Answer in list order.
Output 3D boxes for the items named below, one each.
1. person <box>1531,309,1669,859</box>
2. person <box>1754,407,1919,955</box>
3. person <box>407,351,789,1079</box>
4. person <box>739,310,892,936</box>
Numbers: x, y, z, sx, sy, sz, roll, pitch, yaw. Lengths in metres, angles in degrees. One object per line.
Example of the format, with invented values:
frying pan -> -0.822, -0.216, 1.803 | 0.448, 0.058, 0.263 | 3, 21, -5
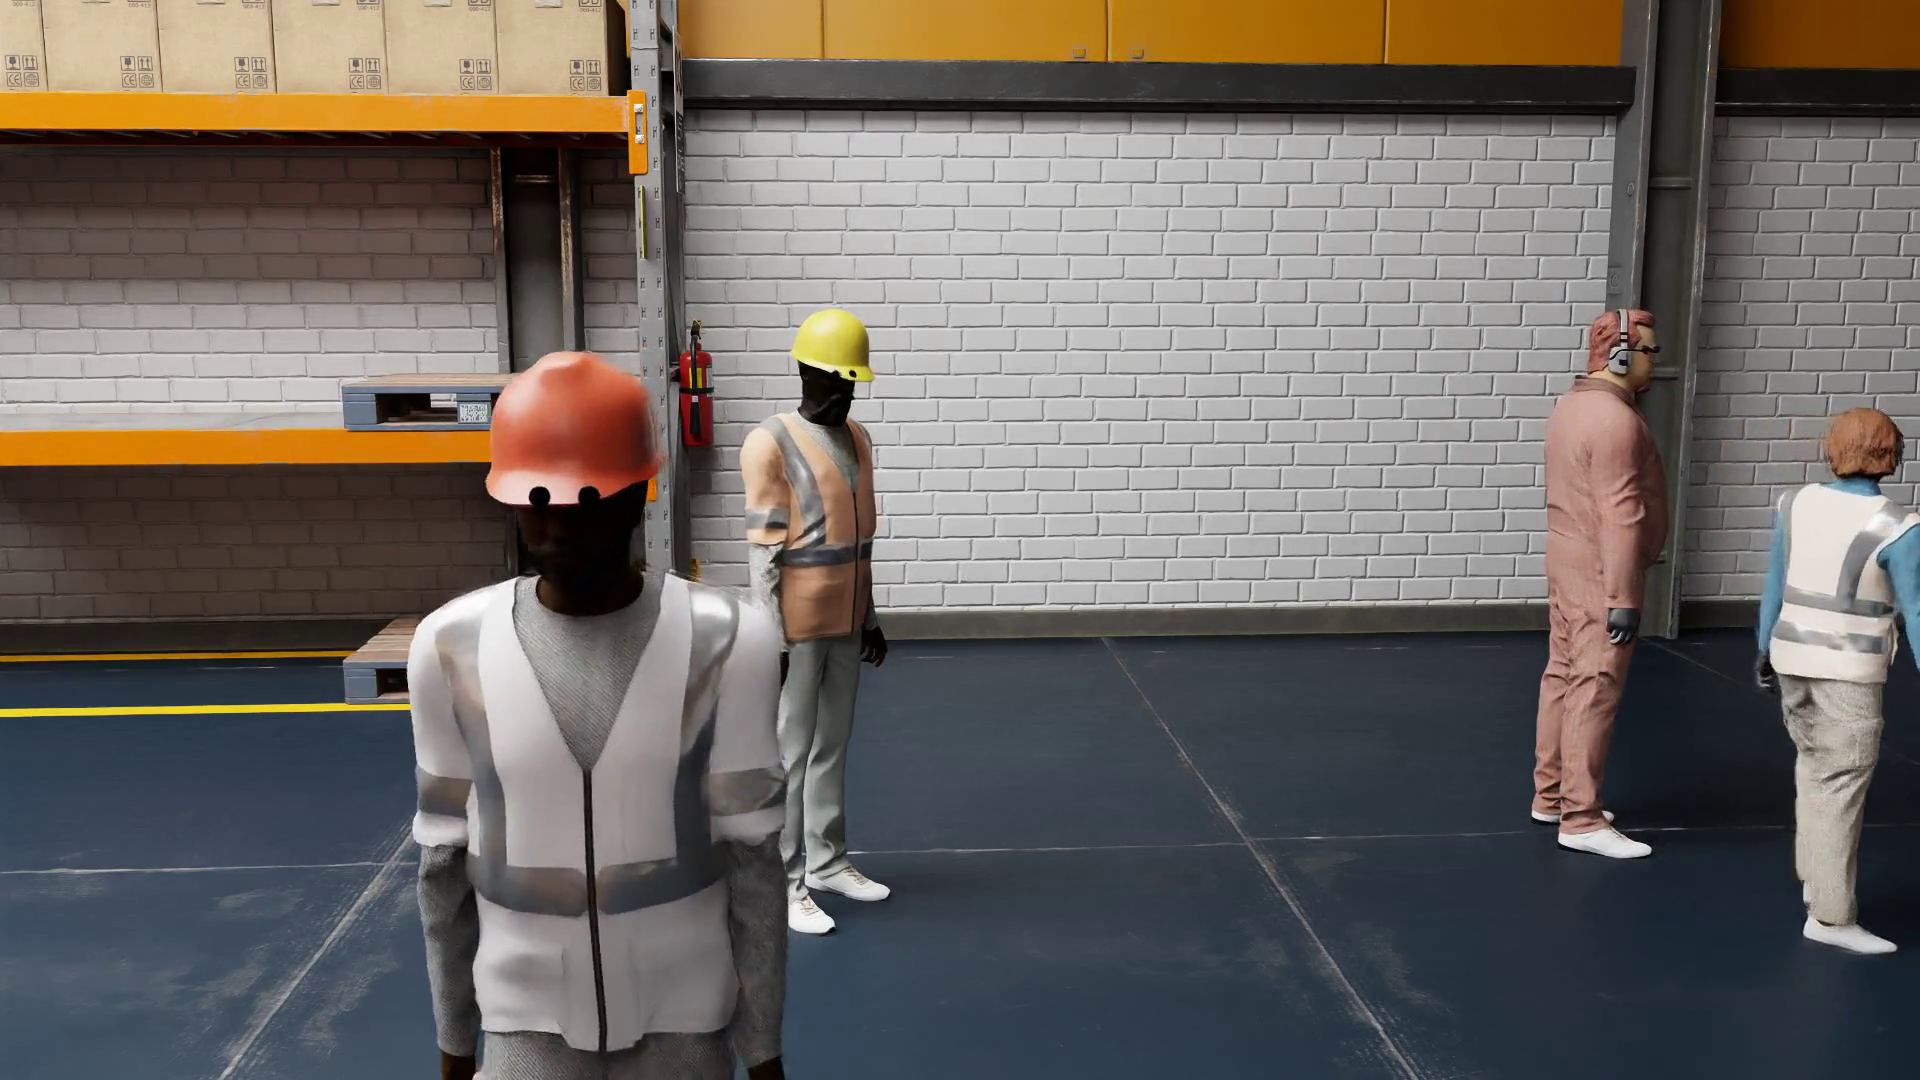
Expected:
person -> 2.277, 0.144, 5.873 | 0.402, 1.906, 0.652 | 1, 9, 3
person -> 2.710, 0.415, 5.042 | 0.430, 1.625, 0.602 | -3, 10, -18
person -> -0.520, 0.687, 2.446 | 0.543, 1.923, 0.398 | -1, 9, -6
person -> -0.425, 0.246, 5.203 | 0.382, 1.917, 0.585 | 5, 11, 30
